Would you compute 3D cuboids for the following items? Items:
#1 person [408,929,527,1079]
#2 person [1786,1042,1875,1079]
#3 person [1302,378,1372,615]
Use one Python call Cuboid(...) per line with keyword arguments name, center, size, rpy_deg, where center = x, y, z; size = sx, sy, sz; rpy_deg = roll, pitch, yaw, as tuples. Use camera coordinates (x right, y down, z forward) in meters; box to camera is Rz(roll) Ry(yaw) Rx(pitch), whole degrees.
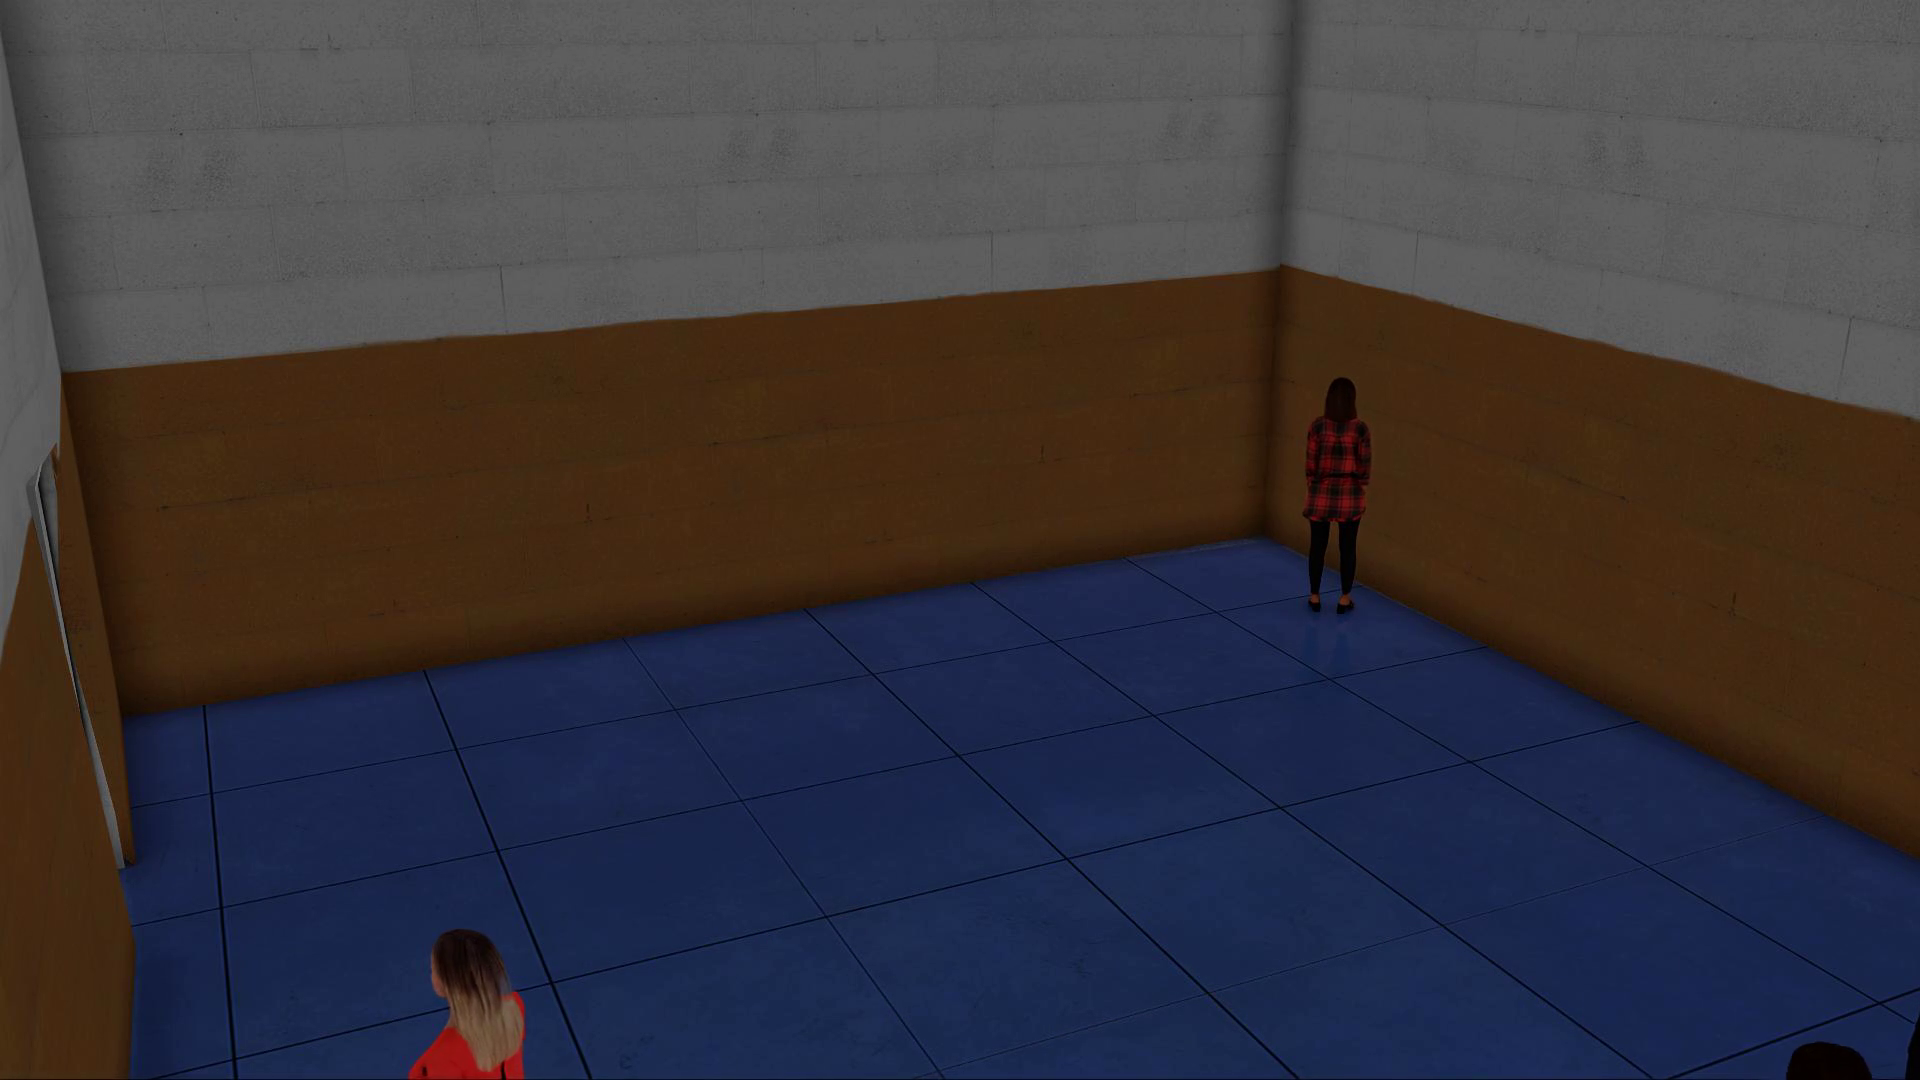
Cuboid(name="person", center=(-1.443, 1.946, 5.100), size=(0.724, 1.694, 0.677), rpy_deg=(5, 19, 15))
Cuboid(name="person", center=(2.254, 2.087, 4.763), size=(0.820, 1.629, 0.716), rpy_deg=(-10, 21, -27))
Cuboid(name="person", center=(2.659, -0.310, 11.779), size=(0.697, 1.701, 0.753), rpy_deg=(7, 20, 20))
